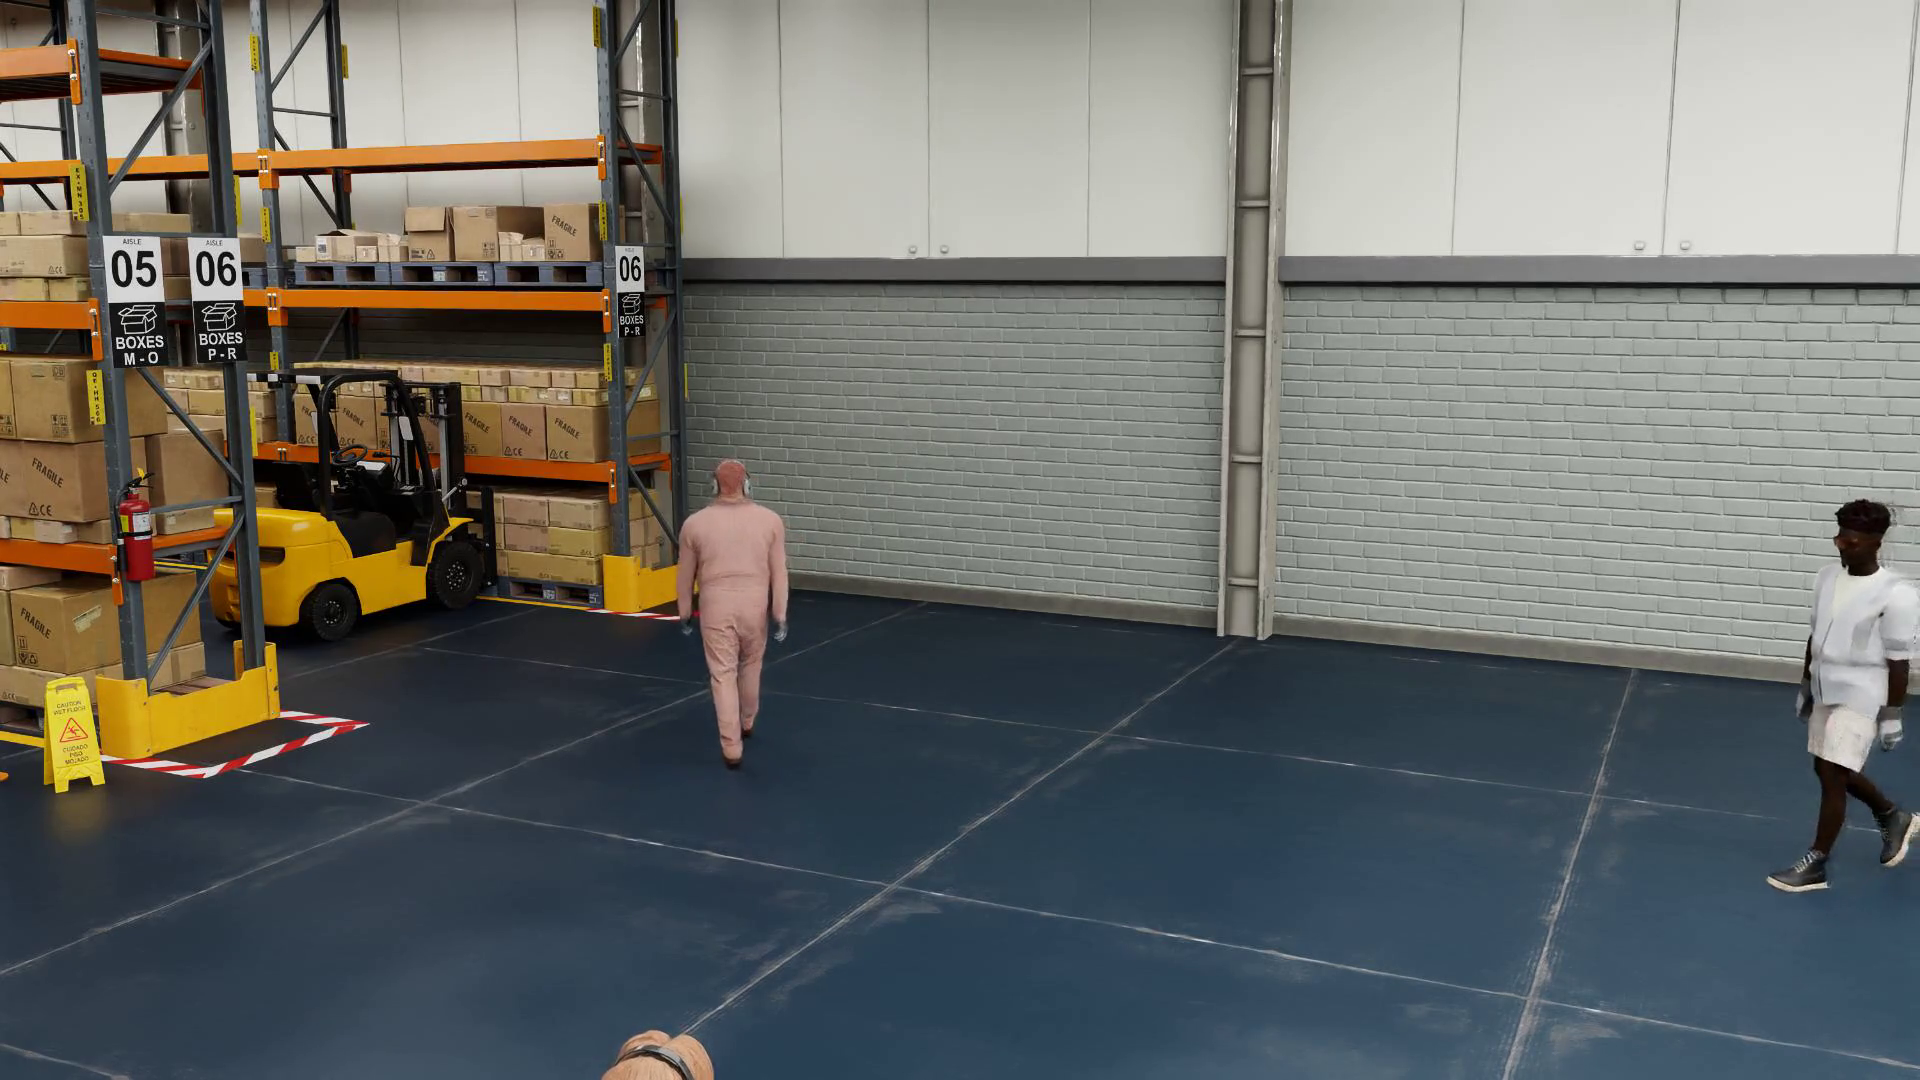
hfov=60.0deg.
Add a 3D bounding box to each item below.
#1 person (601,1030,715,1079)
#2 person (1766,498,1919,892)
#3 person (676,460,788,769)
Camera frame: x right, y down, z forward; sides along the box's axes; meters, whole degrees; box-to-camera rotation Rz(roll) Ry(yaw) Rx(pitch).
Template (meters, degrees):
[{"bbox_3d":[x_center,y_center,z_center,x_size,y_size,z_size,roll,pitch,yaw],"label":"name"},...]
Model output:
[{"bbox_3d":[-0.552,1.718,3.112,0.514,1.642,0.310,1,9,6],"label":"person"},{"bbox_3d":[4.399,0.748,8.126,0.823,1.945,0.616,-2,9,-10],"label":"person"},{"bbox_3d":[-1.426,0.426,10.373,0.671,1.849,0.984,-2,9,-13],"label":"person"}]
